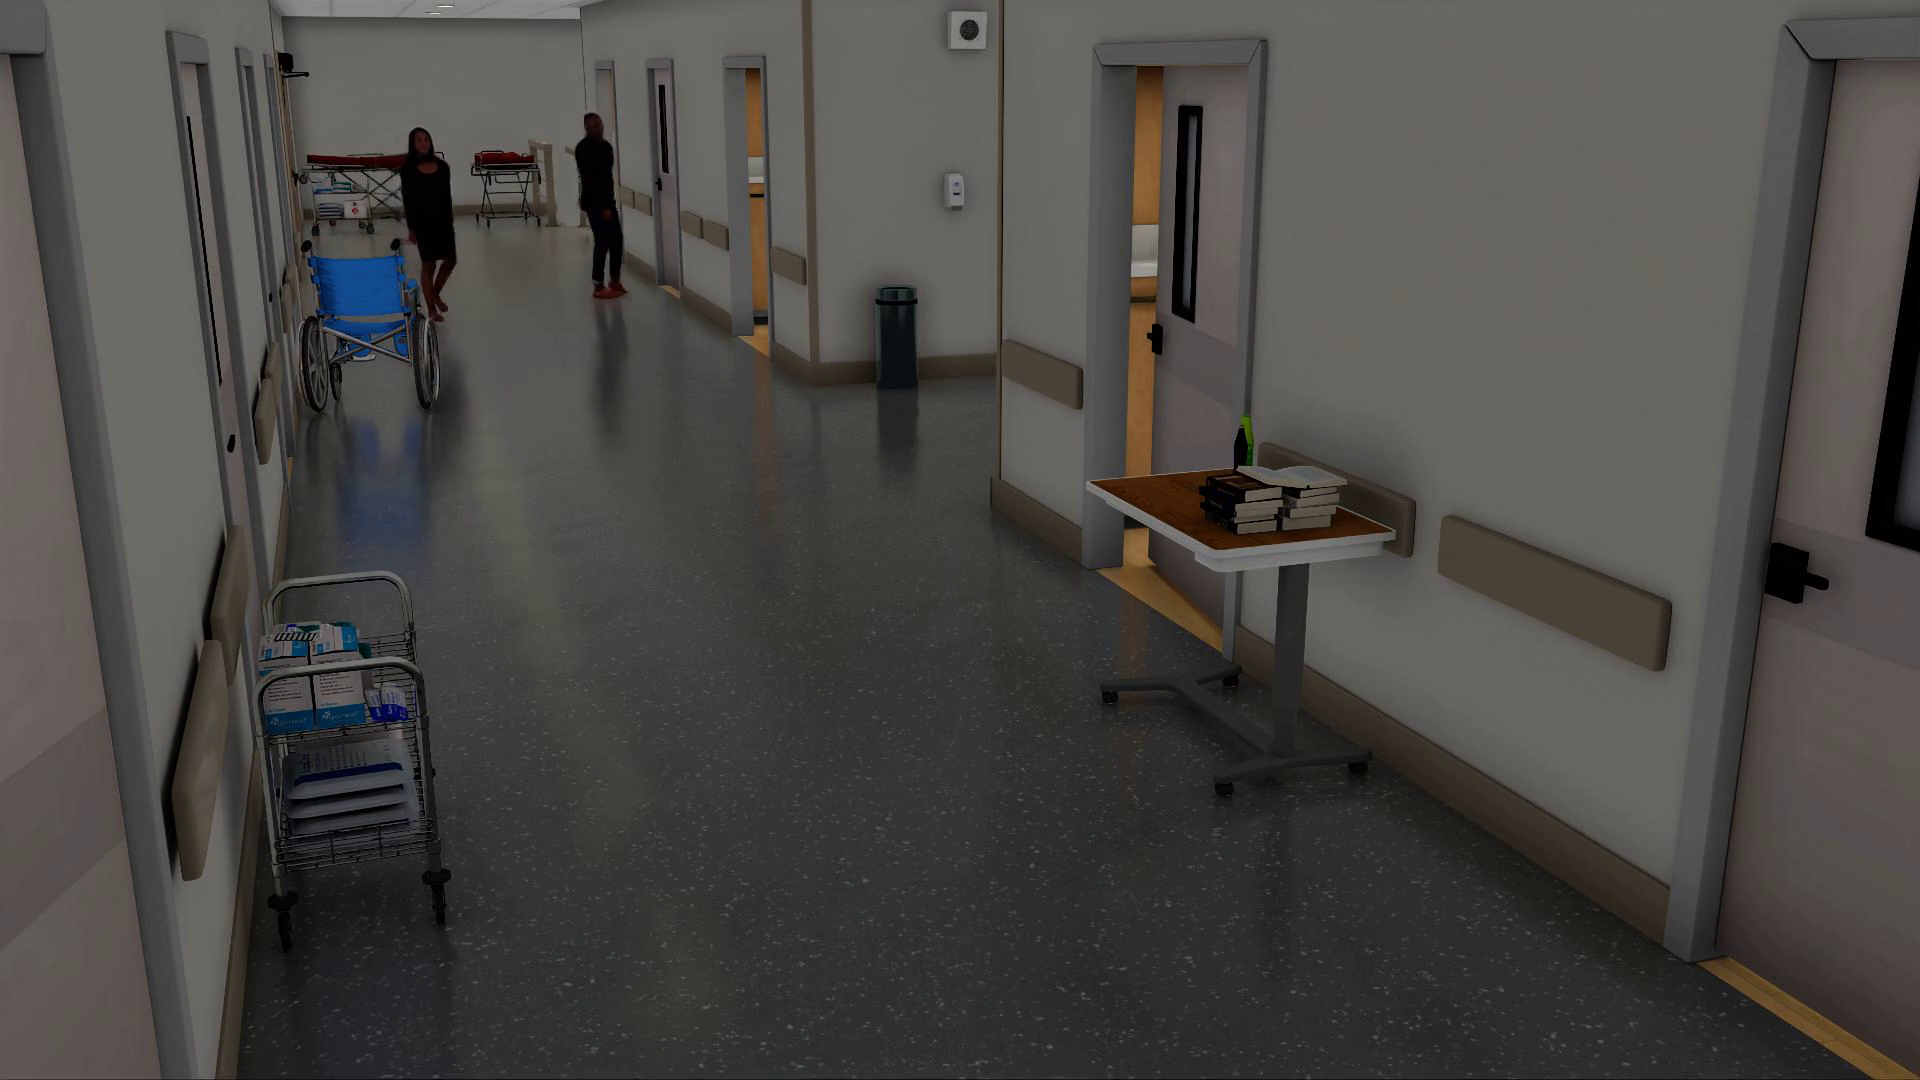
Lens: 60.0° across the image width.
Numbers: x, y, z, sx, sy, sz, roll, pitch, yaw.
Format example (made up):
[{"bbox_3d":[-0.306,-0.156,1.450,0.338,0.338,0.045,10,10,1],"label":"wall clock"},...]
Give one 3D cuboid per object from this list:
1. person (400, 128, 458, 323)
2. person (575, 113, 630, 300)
[{"bbox_3d":[-4.784,-2.814,14.917,0.734,1.710,0.773,-14,21,-41],"label":"person"},{"bbox_3d":[-3.618,-3.307,16.495,0.938,1.804,0.838,1,16,4],"label":"person"}]
